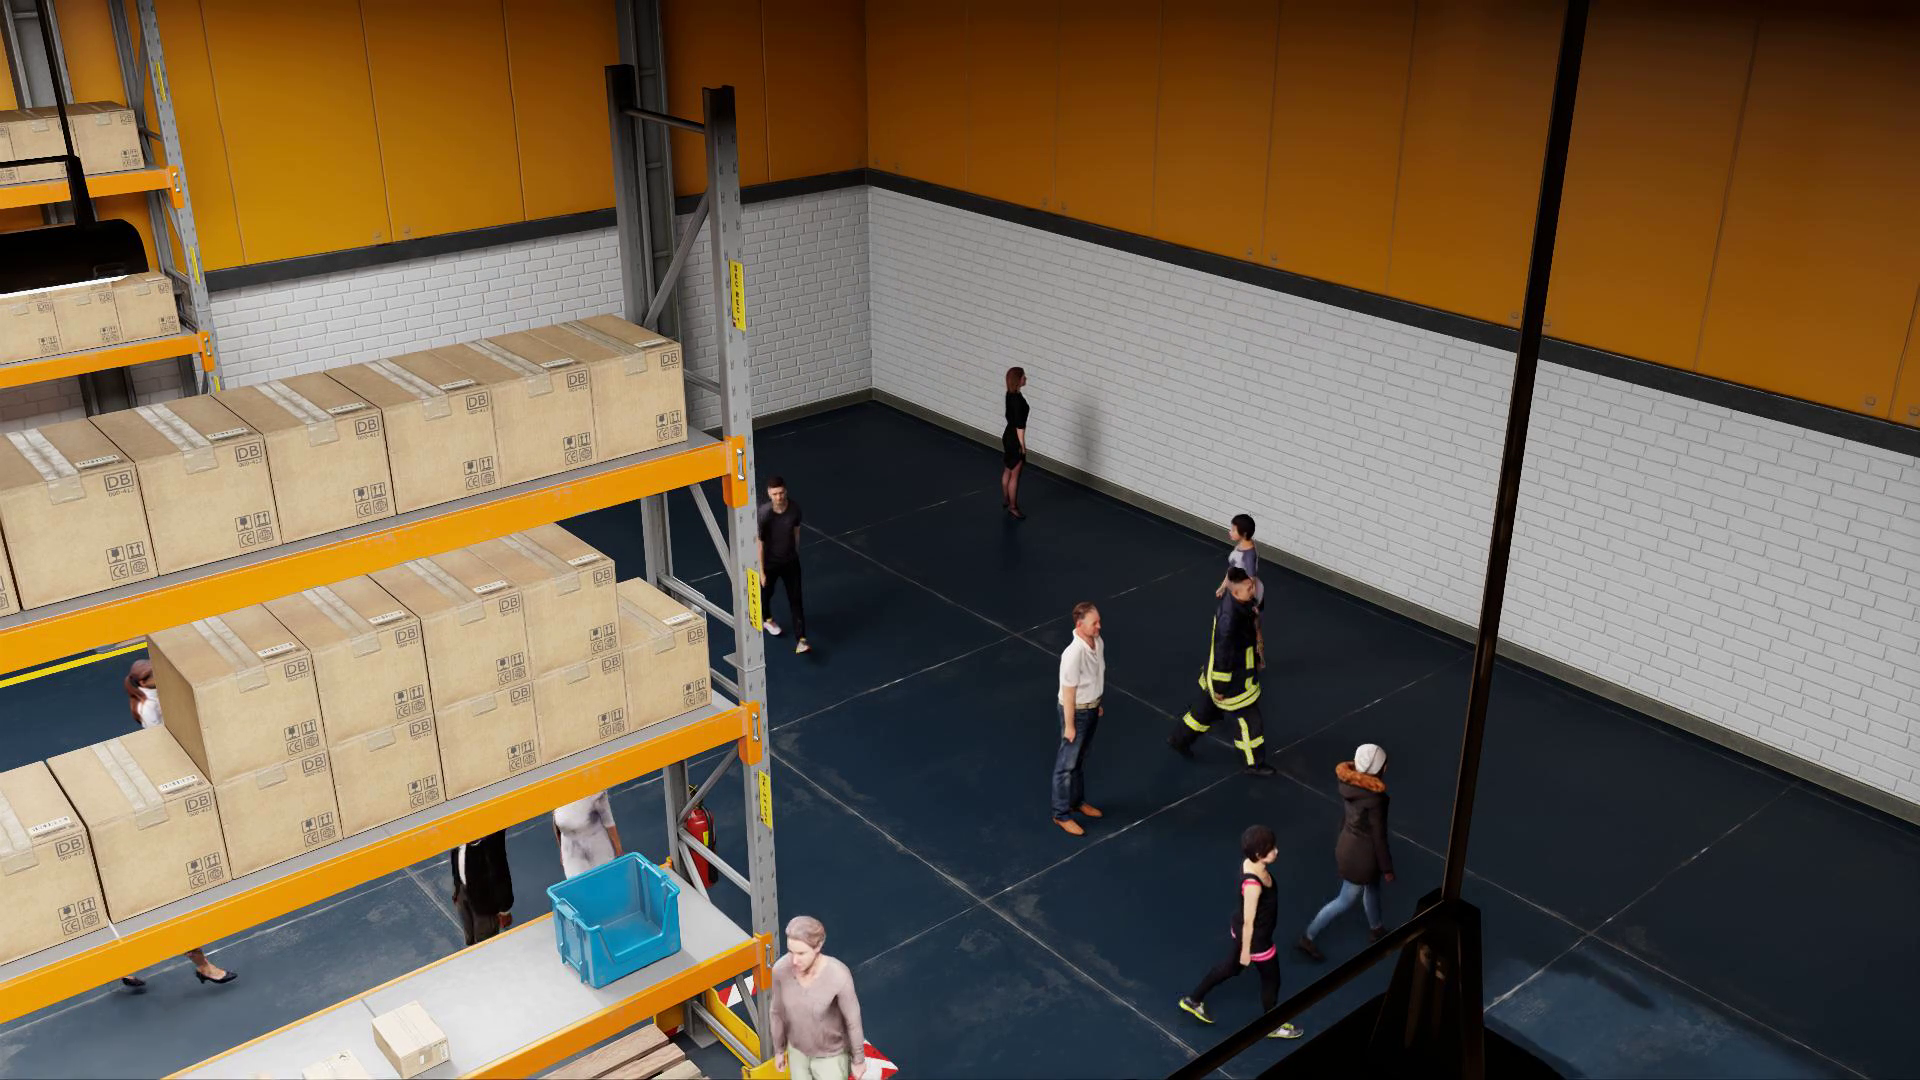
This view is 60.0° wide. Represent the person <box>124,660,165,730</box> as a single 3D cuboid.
[{"bbox_3d":[-5.887,1.582,12.268,0.613,1.559,0.593,-9,25,-20],"label":"person"}]

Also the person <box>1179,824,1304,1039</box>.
[{"bbox_3d":[1.744,2.442,10.351,1.037,1.519,0.978,2,24,4],"label":"person"}]

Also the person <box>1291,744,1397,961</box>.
[{"bbox_3d":[2.586,2.101,11.022,1.140,1.606,1.000,-2,24,-4],"label":"person"}]

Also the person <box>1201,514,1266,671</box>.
[{"bbox_3d":[2.624,0.489,14.799,0.906,1.535,0.850,3,24,7],"label":"person"}]

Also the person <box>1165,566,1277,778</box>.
[{"bbox_3d":[2.056,1.025,13.207,1.237,1.827,1.215,3,24,7],"label":"person"}]

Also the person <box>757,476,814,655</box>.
[{"bbox_3d":[-1.682,0.186,15.287,1.185,1.699,0.874,-13,27,-28],"label":"person"}]

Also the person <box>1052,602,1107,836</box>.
[{"bbox_3d":[0.885,1.294,12.558,0.775,1.855,0.608,15,28,31],"label":"person"}]

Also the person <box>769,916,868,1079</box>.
[{"bbox_3d":[-0.738,2.772,9.175,0.801,1.856,0.837,11,26,24],"label":"person"}]

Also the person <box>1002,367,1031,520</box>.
[{"bbox_3d":[0.592,-1.071,18.154,0.642,1.706,0.657,-6,24,-13],"label":"person"}]
